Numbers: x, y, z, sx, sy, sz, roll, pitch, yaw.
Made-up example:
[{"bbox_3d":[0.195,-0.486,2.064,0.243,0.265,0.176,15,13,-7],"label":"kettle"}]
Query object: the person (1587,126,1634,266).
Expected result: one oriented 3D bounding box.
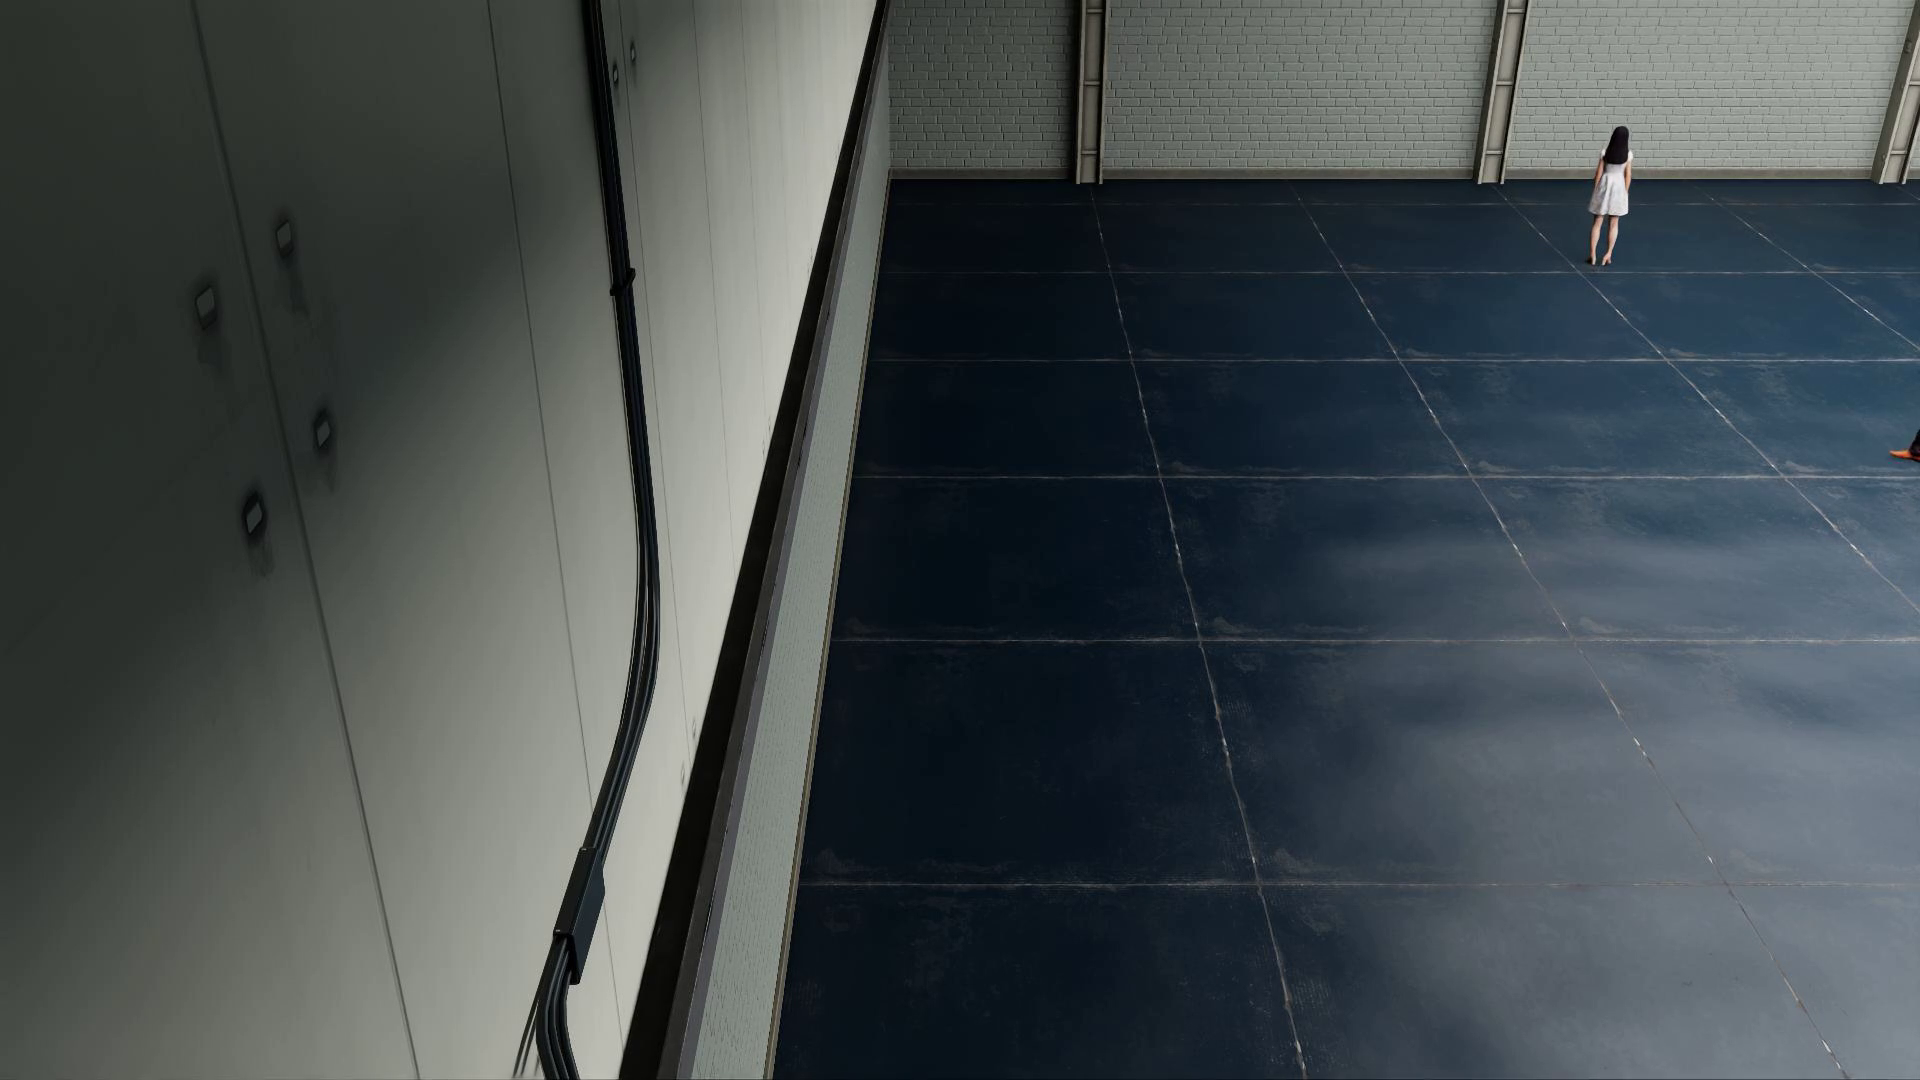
[{"bbox_3d":[8.281,-4.388,21.198,0.704,1.774,0.807,11,30,19],"label":"person"}]
